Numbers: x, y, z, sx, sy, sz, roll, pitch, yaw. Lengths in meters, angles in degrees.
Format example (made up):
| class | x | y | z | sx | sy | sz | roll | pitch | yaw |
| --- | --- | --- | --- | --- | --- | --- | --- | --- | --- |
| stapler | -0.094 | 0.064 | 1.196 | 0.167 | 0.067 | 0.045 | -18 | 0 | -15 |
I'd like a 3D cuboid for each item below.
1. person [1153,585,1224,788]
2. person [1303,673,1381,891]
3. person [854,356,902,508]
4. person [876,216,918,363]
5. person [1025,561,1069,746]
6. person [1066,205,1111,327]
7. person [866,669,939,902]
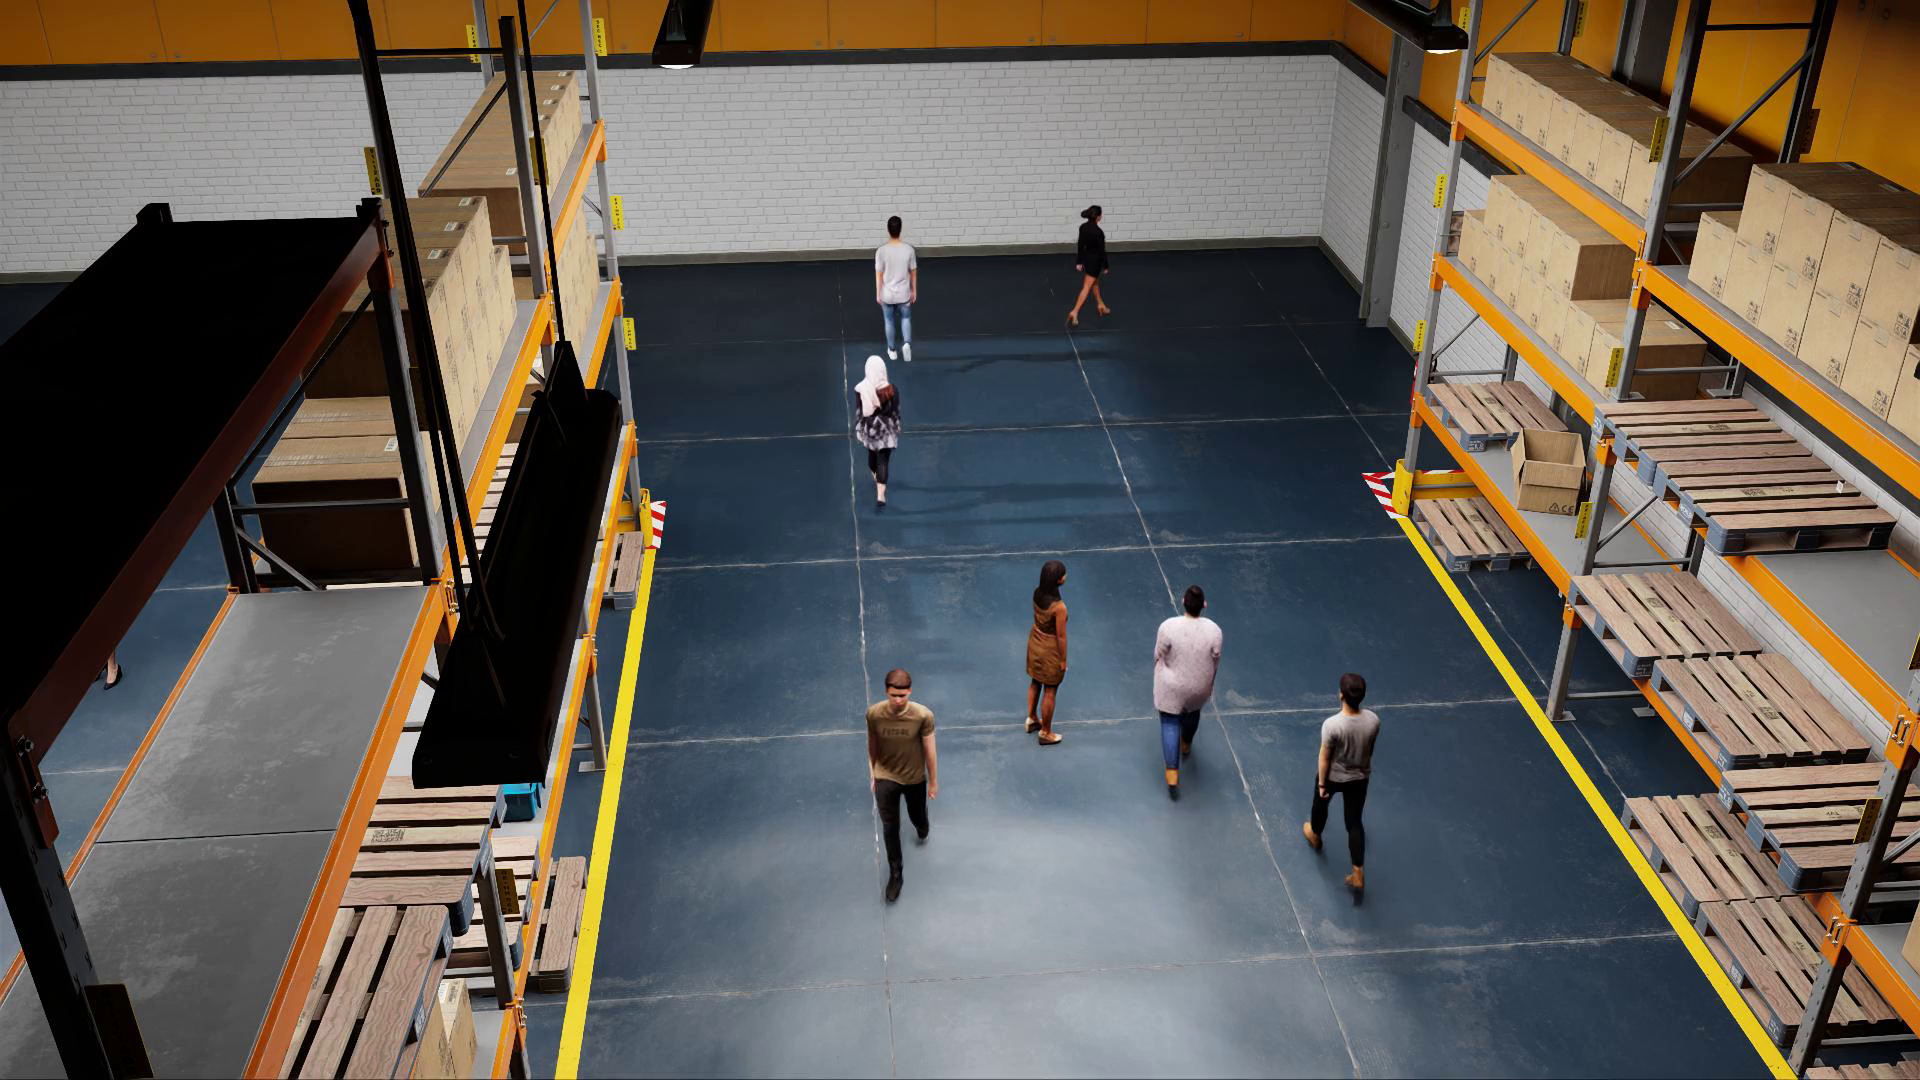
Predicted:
| class | x | y | z | sx | sy | sz | roll | pitch | yaw |
| --- | --- | --- | --- | --- | --- | --- | --- | --- | --- |
| person | 1.766 | 1.163 | 13.184 | 0.782 | 1.713 | 1.121 | 2 | 29 | 3 |
| person | 2.834 | 1.763 | 12.109 | 0.599 | 1.689 | 1.095 | -2 | 29 | -4 |
| person | -0.858 | -1.111 | 17.472 | 0.762 | 1.598 | 1.136 | 2 | 29 | 4 |
| person | -0.788 | -3.076 | 20.795 | 0.701 | 1.867 | 0.965 | -4 | 29 | -8 |
| person | 0.713 | 0.916 | 13.667 | 0.699 | 1.684 | 0.586 | -16 | 32 | -27 |
| person | 1.695 | -3.589 | 22.021 | 0.997 | 1.594 | 1.061 | -20 | 34 | -32 |
| person | -0.407 | 1.675 | 12.121 | 0.816 | 1.833 | 1.153 | 3 | 29 | 6 |
